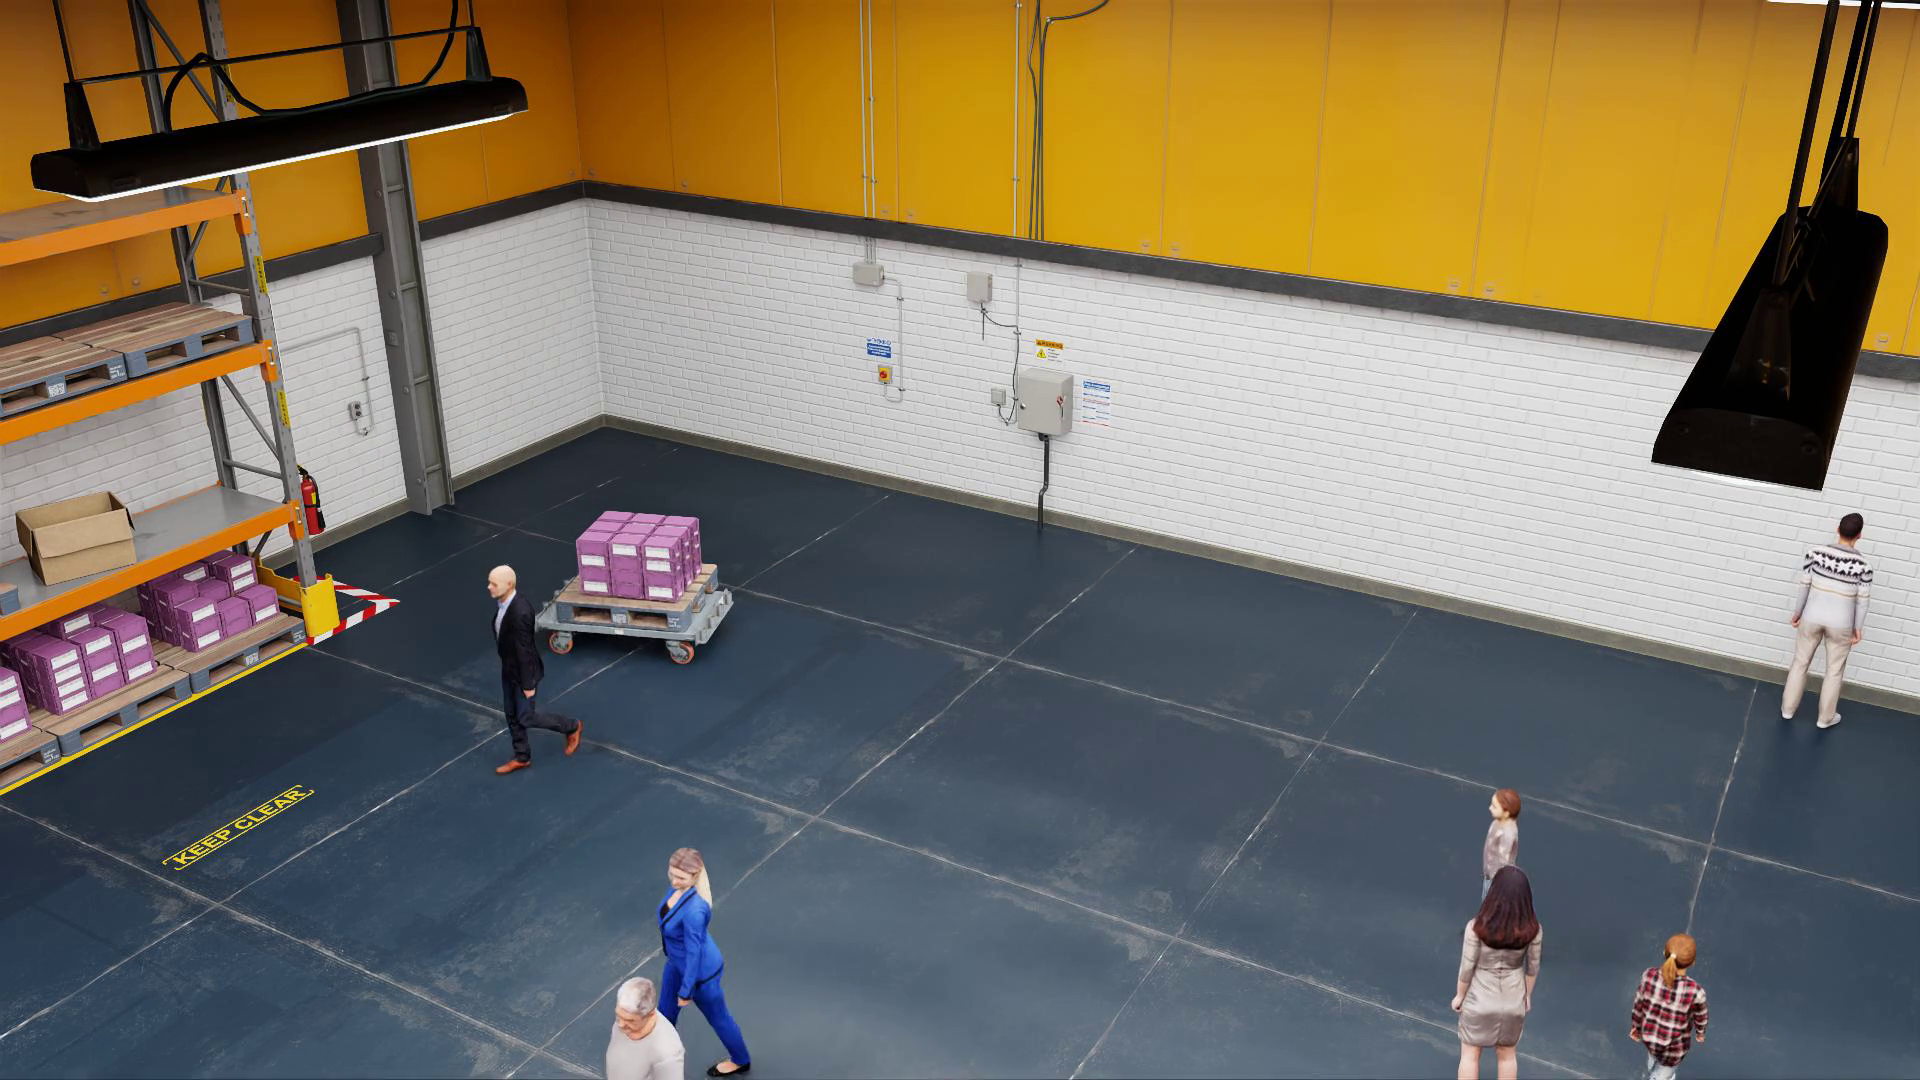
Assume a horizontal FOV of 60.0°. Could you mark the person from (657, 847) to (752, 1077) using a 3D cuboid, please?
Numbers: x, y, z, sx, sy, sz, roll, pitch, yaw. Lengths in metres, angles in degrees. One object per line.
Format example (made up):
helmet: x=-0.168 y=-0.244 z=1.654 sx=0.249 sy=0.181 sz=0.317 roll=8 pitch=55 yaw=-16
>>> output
person: x=-1.438 y=2.493 z=9.703 sx=1.135 sy=1.661 sz=1.037 roll=-7 pitch=25 yaw=-16

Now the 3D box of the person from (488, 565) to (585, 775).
person: x=-3.354 y=0.996 z=12.974 sx=1.056 sy=1.785 sz=0.894 roll=-17 pitch=29 yaw=-34

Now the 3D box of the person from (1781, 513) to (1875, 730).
person: x=7.129 y=0.652 z=13.667 sx=0.717 sy=1.860 sz=0.590 roll=17 pitch=29 yaw=34

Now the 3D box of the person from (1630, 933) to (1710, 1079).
person: x=3.953 y=2.846 z=9.392 sx=0.970 sy=1.263 sz=0.697 roll=-21 pitch=31 yaw=-39

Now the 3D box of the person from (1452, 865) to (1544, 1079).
person: x=3.003 y=2.597 z=9.360 sx=0.665 sy=1.746 sz=0.665 roll=1 pitch=24 yaw=2

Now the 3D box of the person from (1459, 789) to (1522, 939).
person: x=3.607 y=2.189 z=10.992 sx=0.689 sy=1.186 sz=0.684 roll=3 pitch=24 yaw=6

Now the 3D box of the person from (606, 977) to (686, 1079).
person: x=-1.479 y=2.918 z=8.476 sx=1.189 sy=1.865 sz=1.013 roll=-14 pitch=27 yaw=-29
